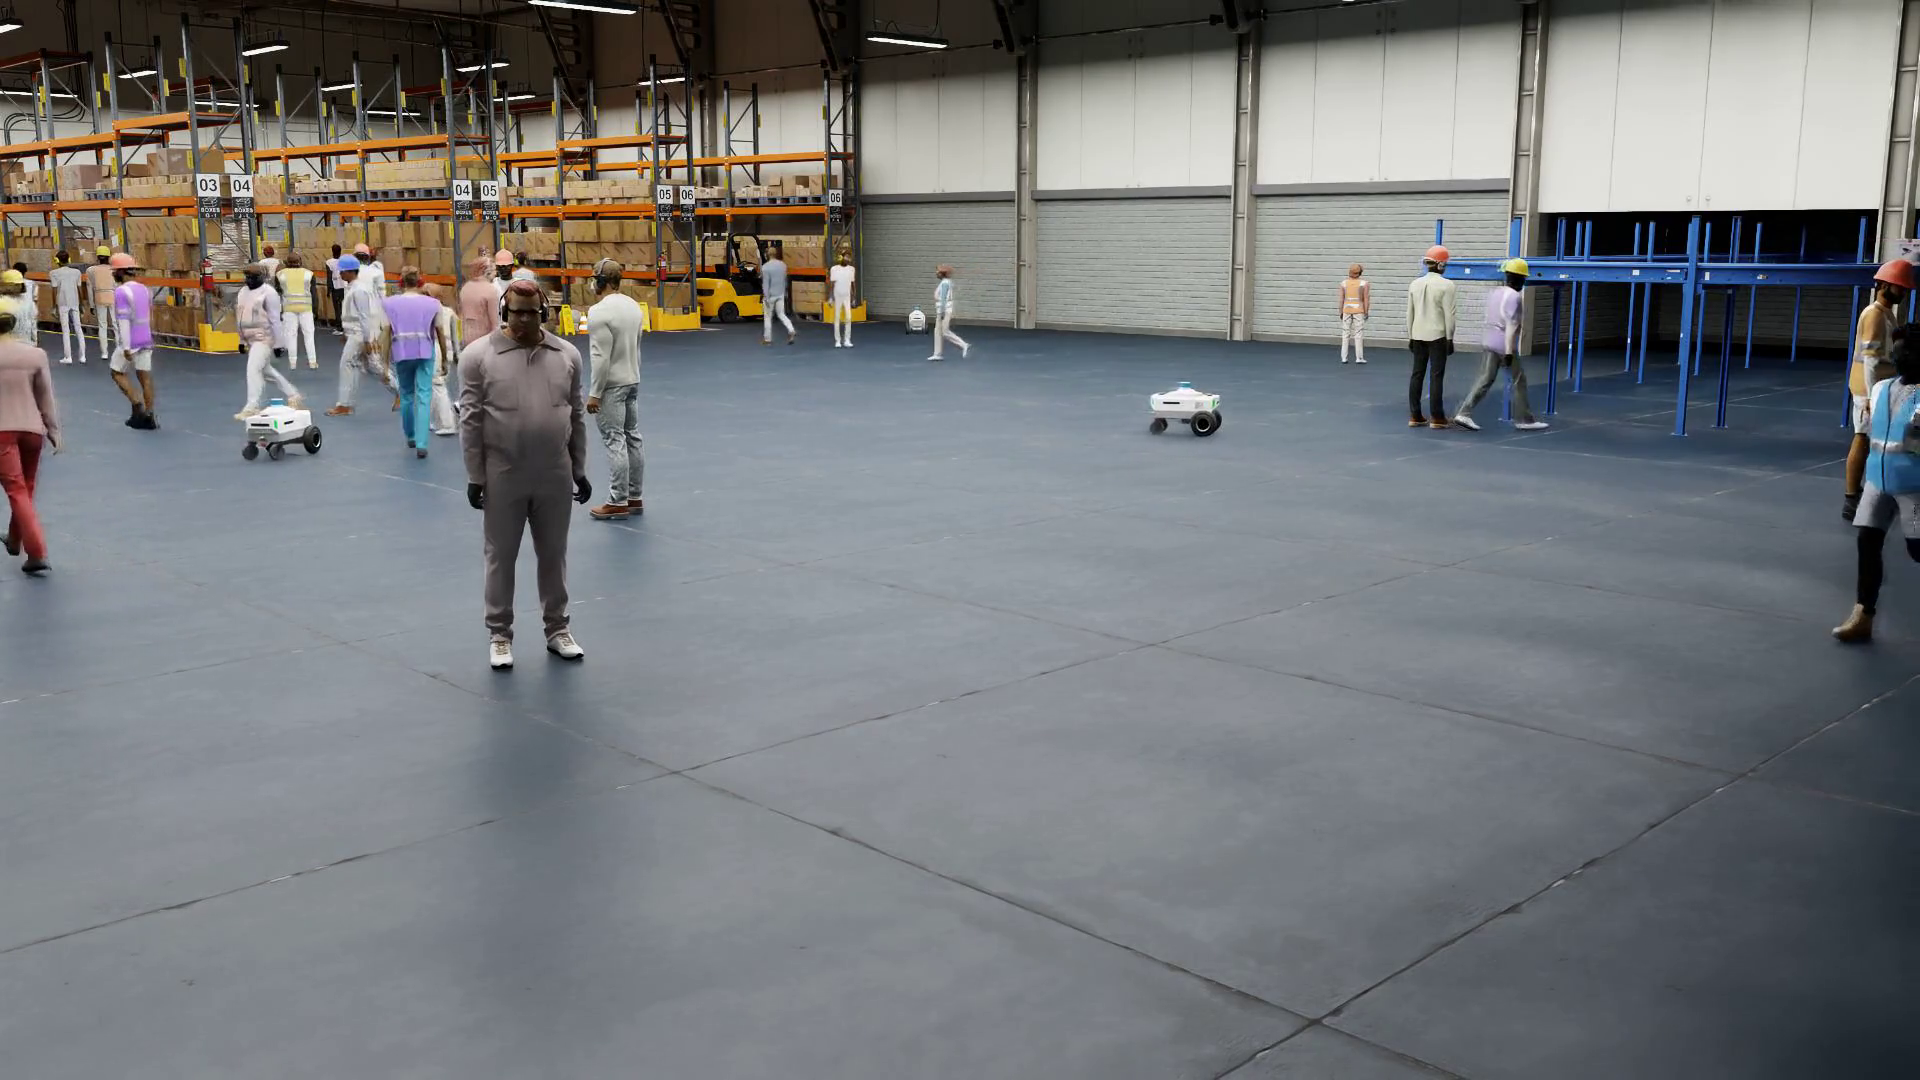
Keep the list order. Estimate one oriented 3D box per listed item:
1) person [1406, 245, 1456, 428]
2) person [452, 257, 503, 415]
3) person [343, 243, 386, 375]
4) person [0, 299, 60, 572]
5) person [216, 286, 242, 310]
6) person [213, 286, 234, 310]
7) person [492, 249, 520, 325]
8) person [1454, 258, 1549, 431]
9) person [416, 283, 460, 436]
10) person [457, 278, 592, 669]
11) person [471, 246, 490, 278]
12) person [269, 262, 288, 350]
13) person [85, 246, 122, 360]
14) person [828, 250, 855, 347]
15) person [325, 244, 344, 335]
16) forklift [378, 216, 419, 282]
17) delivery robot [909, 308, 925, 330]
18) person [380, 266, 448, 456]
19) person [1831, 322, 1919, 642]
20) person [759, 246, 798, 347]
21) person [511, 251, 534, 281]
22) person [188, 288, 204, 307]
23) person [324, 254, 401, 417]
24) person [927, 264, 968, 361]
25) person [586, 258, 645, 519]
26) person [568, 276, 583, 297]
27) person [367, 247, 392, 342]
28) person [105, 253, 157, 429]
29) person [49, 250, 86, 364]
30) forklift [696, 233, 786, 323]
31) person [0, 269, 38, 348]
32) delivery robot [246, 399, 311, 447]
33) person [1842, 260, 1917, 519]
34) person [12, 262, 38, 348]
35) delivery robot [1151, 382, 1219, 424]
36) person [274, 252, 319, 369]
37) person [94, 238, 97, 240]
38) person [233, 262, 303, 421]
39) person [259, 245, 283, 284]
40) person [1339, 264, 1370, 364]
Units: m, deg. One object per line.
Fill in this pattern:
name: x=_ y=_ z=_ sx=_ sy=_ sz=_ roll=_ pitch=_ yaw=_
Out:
person: x=5.228 y=-2.251 z=18.427 sx=0.390 sy=1.995 sz=0.613 roll=-7 pitch=13 yaw=-35
person: x=-5.335 y=-2.194 z=18.441 sx=0.685 sy=1.880 sz=0.708 roll=9 pitch=14 yaw=40
person: x=-8.981 y=-3.484 z=25.160 sx=0.614 sy=2.006 sz=0.995 roll=-5 pitch=12 yaw=-25
person: x=-6.071 y=-0.678 z=10.565 sx=0.926 sy=1.716 sz=0.540 roll=8 pitch=13 yaw=37
person: x=-15.568 y=-5.334 z=35.462 sx=0.568 sy=1.909 sz=0.641 roll=8 pitch=13 yaw=36
person: x=-16.225 y=-5.591 z=36.684 sx=0.516 sy=1.975 sz=0.642 roll=8 pitch=13 yaw=37
person: x=-5.489 y=-2.552 z=20.226 sx=0.547 sy=1.937 sz=0.379 roll=-2 pitch=11 yaw=-11
person: x=5.887 y=-2.116 z=18.070 sx=1.019 sy=1.872 sz=0.594 roll=-1 pitch=10 yaw=-6
person: x=-5.636 y=-1.921 z=17.708 sx=0.767 sy=1.601 sz=0.540 roll=6 pitch=12 yaw=29
person: x=-2.130 y=-0.332 z=8.224 sx=0.639 sy=1.902 sz=0.406 roll=-6 pitch=12 yaw=-31
person: x=-9.538 y=-4.945 z=33.377 sx=0.403 sy=1.902 sz=0.640 roll=-7 pitch=13 yaw=-35
person: x=-12.503 y=-4.314 z=30.729 sx=0.506 sy=1.612 sz=0.604 roll=-1 pitch=10 yaw=-3
person: x=-14.557 y=-4.045 z=28.397 sx=0.584 sy=1.927 sz=0.367 roll=-4 pitch=11 yaw=-19
person: x=-2.219 y=-4.545 z=31.403 sx=0.584 sy=1.824 sz=0.841 roll=-3 pitch=11 yaw=-17
person: x=-13.261 y=-5.360 z=35.597 sx=0.371 sy=1.915 sz=0.595 roll=9 pitch=14 yaw=41
forklift: x=-17.868 y=-9.201 z=54.028 sx=1.873 sy=2.768 sz=1.129 roll=-10 pitch=14 yaw=-44
delivery robot: x=-0.932 y=-4.798 z=36.107 sx=0.477 sy=0.478 sz=0.707 roll=0 pitch=10 yaw=-2
person: x=-5.296 y=-1.747 z=16.185 sx=0.598 sy=1.799 sz=0.926 roll=-3 pitch=11 yaw=-15
person: x=4.986 y=-0.304 z=8.690 sx=0.728 sy=1.671 sz=0.537 roll=-4 pitch=11 yaw=-20
person: x=-3.492 y=-4.653 z=31.771 sx=0.834 sy=1.913 sz=0.635 roll=10 pitch=14 yaw=43
person: x=-7.296 y=-3.924 z=27.984 sx=0.589 sy=1.849 sz=0.507 roll=6 pitch=12 yaw=29
person: x=-19.335 y=-6.583 z=42.100 sx=0.622 sy=1.972 sz=0.630 roll=9 pitch=14 yaw=40
person: x=-7.044 y=-2.436 z=19.711 sx=0.966 sy=1.907 sz=0.623 roll=-4 pitch=11 yaw=-22
person: x=-0.218 y=-3.847 z=28.141 sx=0.618 sy=1.620 sz=0.527 roll=-2 pitch=11 yaw=-12
person: x=-2.601 y=-1.136 z=12.499 sx=0.371 sy=1.941 sz=0.627 roll=3 pitch=11 yaw=18
person: x=-10.063 y=-6.669 z=43.373 sx=0.551 sy=1.677 sz=0.377 roll=-10 pitch=14 yaw=-43
person: x=-11.632 y=-4.878 z=33.068 sx=0.400 sy=1.879 sz=0.623 roll=0 pitch=10 yaw=-1
person: x=-9.071 y=-2.175 z=18.219 sx=0.435 sy=1.917 sz=0.564 roll=2 pitch=11 yaw=11
person: x=-14.816 y=-3.871 z=27.623 sx=0.329 sy=1.865 sz=0.507 roll=9 pitch=14 yaw=41
forklift: x=-5.496 y=-6.489 z=41.108 sx=2.313 sy=2.155 sz=1.214 roll=-10 pitch=14 yaw=-44
person: x=-11.125 y=-2.315 z=19.526 sx=0.691 sy=1.718 sz=0.497 roll=4 pitch=11 yaw=21
delivery robot: x=-6.575 y=-1.120 z=16.051 sx=0.477 sy=0.478 sz=0.707 roll=1 pitch=10 yaw=6
person: x=6.877 y=-1.122 z=12.458 sx=0.384 sy=1.927 sz=0.543 roll=7 pitch=13 yaw=34
person: x=-15.269 y=-3.675 z=27.081 sx=0.377 sy=1.672 sz=0.579 roll=6 pitch=12 yaw=31
delivery robot: x=2.417 y=-1.455 z=17.876 sx=0.707 sy=0.478 sz=0.477 roll=3 pitch=11 yaw=16
person: x=-10.532 y=-3.647 z=26.456 sx=0.631 sy=1.842 sz=0.428 roll=-4 pitch=11 yaw=-19
person: x=-21.021 y=-6.323 z=40.492 sx=0.366 sy=2.048 sz=0.607 roll=9 pitch=14 yaw=41
person: x=-8.060 y=-2.317 z=19.304 sx=0.633 sy=1.810 sz=0.877 roll=8 pitch=13 yaw=36
person: x=-15.314 y=-5.604 z=37.016 sx=0.355 sy=1.884 sz=0.575 roll=8 pitch=13 yaw=38
person: x=6.520 y=-3.745 z=27.539 sx=0.514 sy=1.641 sz=0.315 roll=7 pitch=13 yaw=34
